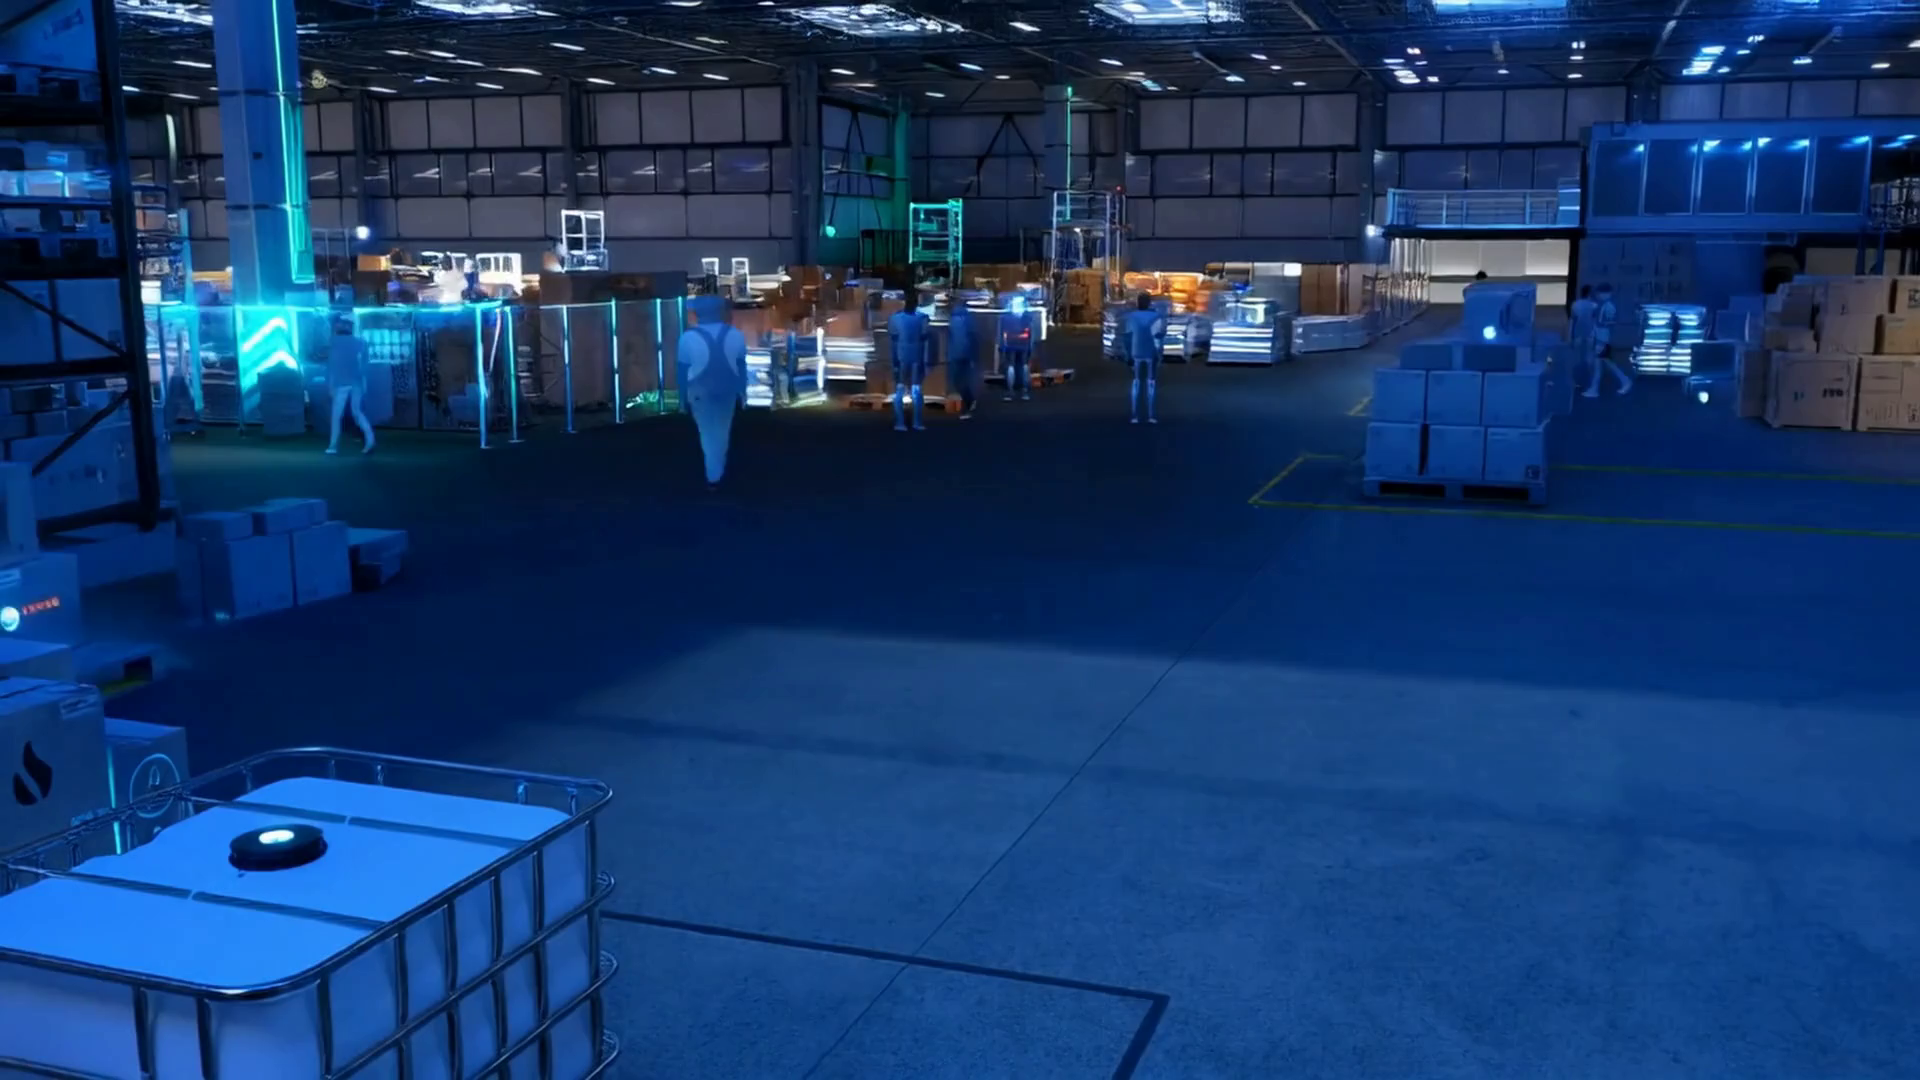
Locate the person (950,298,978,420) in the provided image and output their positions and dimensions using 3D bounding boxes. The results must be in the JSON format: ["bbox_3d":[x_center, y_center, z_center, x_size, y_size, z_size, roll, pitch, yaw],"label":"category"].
[{"bbox_3d":[0.071,-2.592,23.866,0.523,1.753,0.425,9,13,40],"label":"person"}]

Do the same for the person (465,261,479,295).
[{"bbox_3d":[-16.093,-8.248,55.064,1.016,1.982,0.650,-7,12,-35],"label":"person"}]

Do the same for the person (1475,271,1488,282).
[{"bbox_3d":[11.638,-5.033,37.121,0.416,1.928,0.550,3,11,19],"label":"person"}]

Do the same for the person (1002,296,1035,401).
[{"bbox_3d":[0.939,-3.084,26.800,0.536,1.691,0.320,2,10,10],"label":"person"}]

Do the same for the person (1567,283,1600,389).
[{"bbox_3d":[10.790,-3.518,28.782,0.522,1.857,0.658,2,10,12],"label":"person"}]

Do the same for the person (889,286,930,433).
[{"bbox_3d":[-0.669,-2.408,22.253,0.598,1.959,0.387,-8,13,-37],"label":"person"}]

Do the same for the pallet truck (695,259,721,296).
[{"bbox_3d":[-9.165,-9.627,62.776,0.823,1.965,1.885,4,11,23],"label":"pallet truck"}]

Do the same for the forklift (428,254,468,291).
[{"bbox_3d":[-20.133,-10.254,65.465,1.157,1.987,2.680,3,11,19],"label":"forklift"}]

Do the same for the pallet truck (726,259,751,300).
[{"bbox_3d":[-7.986,-9.493,62.019,0.823,1.965,1.885,3,11,17],"label":"pallet truck"}]

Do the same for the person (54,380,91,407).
[{"bbox_3d":[-10.700,-2.022,19.965,0.392,1.991,0.613,0,10,0],"label":"person"}]

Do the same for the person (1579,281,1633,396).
[{"bbox_3d":[10.784,-3.331,27.587,0.805,1.916,0.550,1,10,7],"label":"person"}]

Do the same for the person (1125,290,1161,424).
[{"bbox_3d":[2.564,-2.549,23.269,0.518,1.874,0.330,3,10,15],"label":"person"}]

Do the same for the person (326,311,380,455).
[{"bbox_3d":[-7.257,-1.857,19.803,0.686,1.716,0.585,7,12,34],"label":"person"}]

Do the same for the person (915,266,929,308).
[{"bbox_3d":[-1.324,-9.687,63.442,0.800,1.877,0.666,-9,13,-40],"label":"person"}]

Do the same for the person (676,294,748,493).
[{"bbox_3d":[-2.600,-1.538,17.096,0.708,2.000,0.969,-5,11,-26],"label":"person"}]

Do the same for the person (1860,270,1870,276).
[{"bbox_3d":[23.016,-5.937,42.418,0.609,1.839,0.961,5,11,24],"label":"person"}]

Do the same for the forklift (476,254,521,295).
[{"bbox_3d":[-17.990,-10.121,64.684,1.157,1.987,2.680,3,11,17],"label":"forklift"}]
